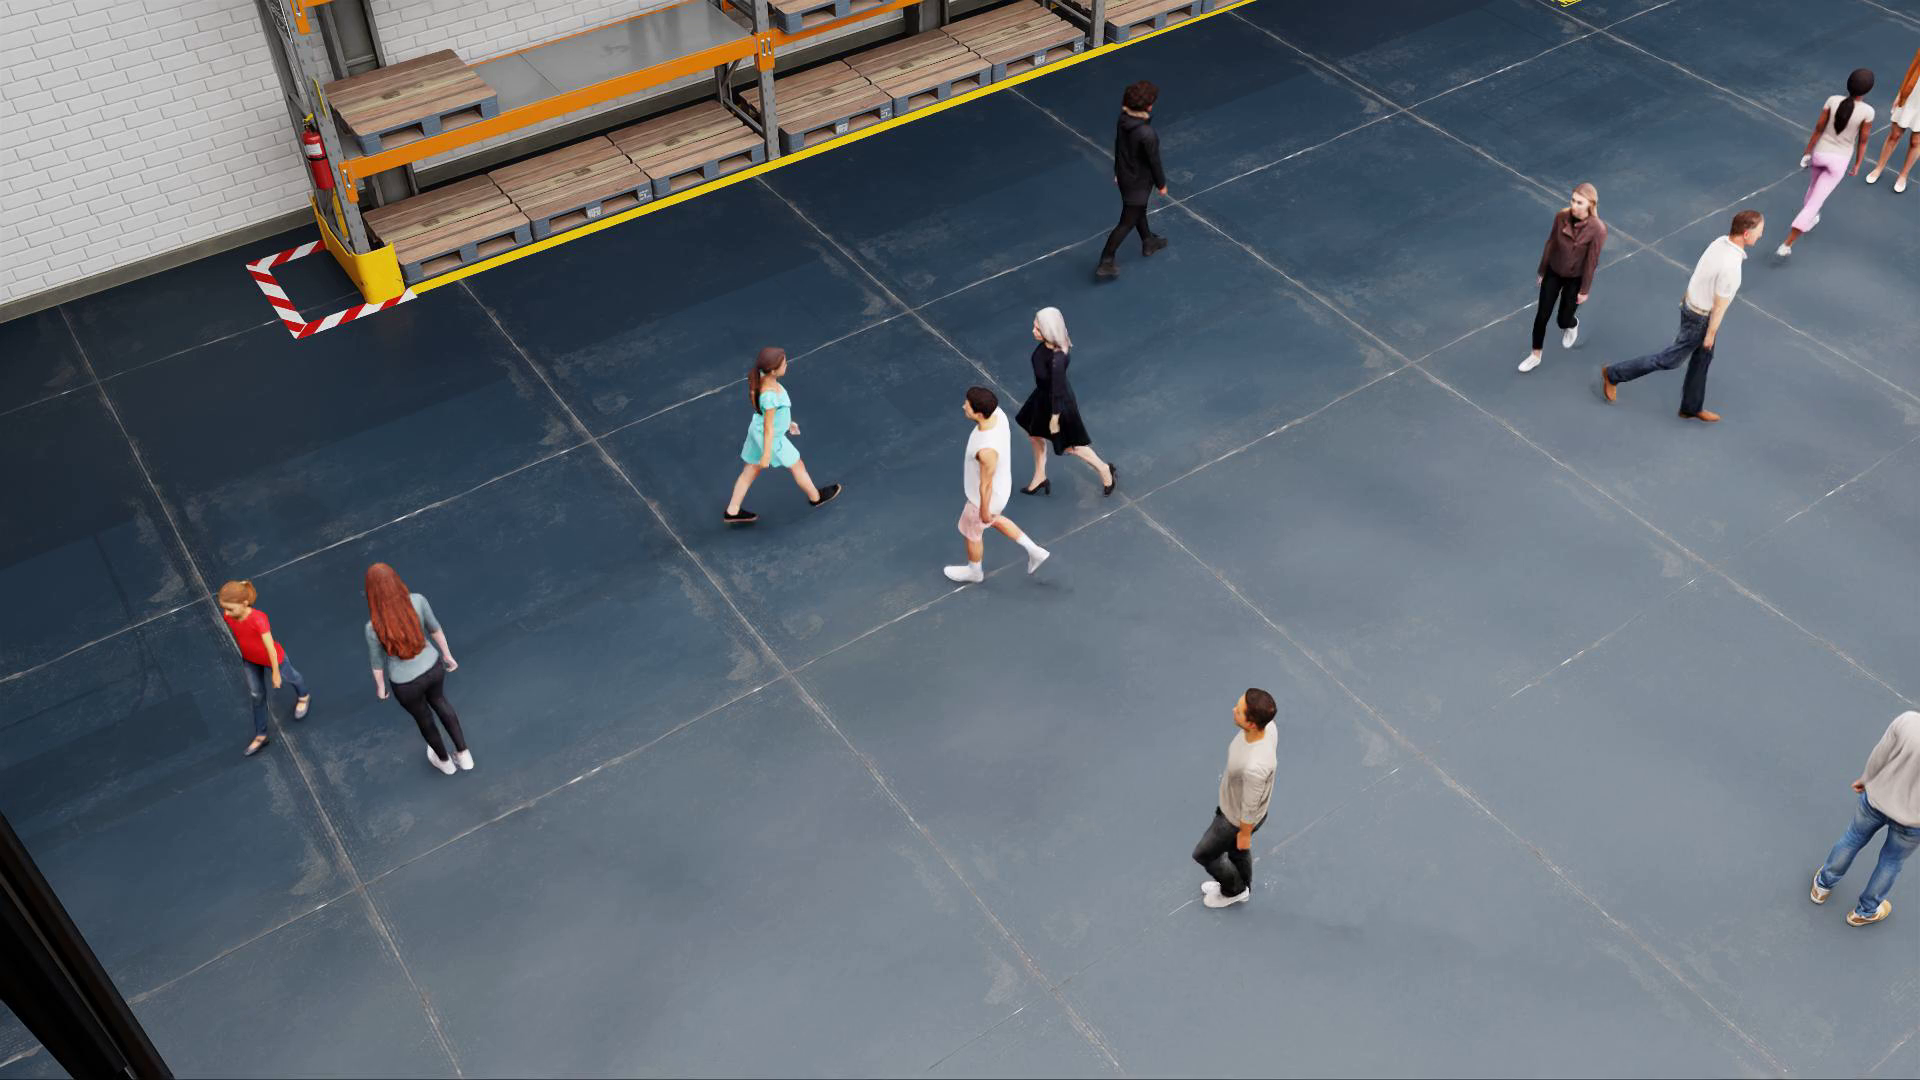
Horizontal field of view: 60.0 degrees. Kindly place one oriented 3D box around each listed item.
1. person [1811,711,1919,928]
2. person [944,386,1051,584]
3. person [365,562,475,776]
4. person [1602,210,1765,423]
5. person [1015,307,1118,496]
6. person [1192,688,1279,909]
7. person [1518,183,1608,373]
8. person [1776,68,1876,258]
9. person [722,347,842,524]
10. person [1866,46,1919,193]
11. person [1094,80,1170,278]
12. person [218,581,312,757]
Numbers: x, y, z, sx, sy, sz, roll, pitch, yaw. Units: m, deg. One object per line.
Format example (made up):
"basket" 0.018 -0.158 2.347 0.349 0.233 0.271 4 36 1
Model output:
"person" 5.270 1.475 9.315 0.578 1.902 0.686 -30 51 -28
"person" 0.272 -0.332 11.309 1.075 1.767 1.031 10 44 10
"person" -3.244 0.870 10.074 0.761 1.730 0.686 30 51 27
"person" 5.550 -1.720 12.738 1.197 1.805 1.232 16 46 16
"person" 0.751 -0.953 11.996 1.092 1.718 0.902 -8 44 -8
"person" 1.674 1.503 9.364 0.841 1.793 0.784 6 44 6
"person" 4.855 -2.101 13.222 0.897 1.689 0.696 -33 53 -30
"person" 7.484 -3.223 14.392 1.202 1.700 0.727 -34 53 -30
"person" -1.442 -0.700 11.884 1.173 1.507 0.712 -15 46 -15
"person" 8.800 -4.025 15.221 0.644 1.718 0.622 33 53 30
"person" 1.440 -3.023 14.147 1.117 1.750 0.689 -21 47 -20
"person" -4.382 0.700 10.574 0.814 1.287 0.898 9 44 9
